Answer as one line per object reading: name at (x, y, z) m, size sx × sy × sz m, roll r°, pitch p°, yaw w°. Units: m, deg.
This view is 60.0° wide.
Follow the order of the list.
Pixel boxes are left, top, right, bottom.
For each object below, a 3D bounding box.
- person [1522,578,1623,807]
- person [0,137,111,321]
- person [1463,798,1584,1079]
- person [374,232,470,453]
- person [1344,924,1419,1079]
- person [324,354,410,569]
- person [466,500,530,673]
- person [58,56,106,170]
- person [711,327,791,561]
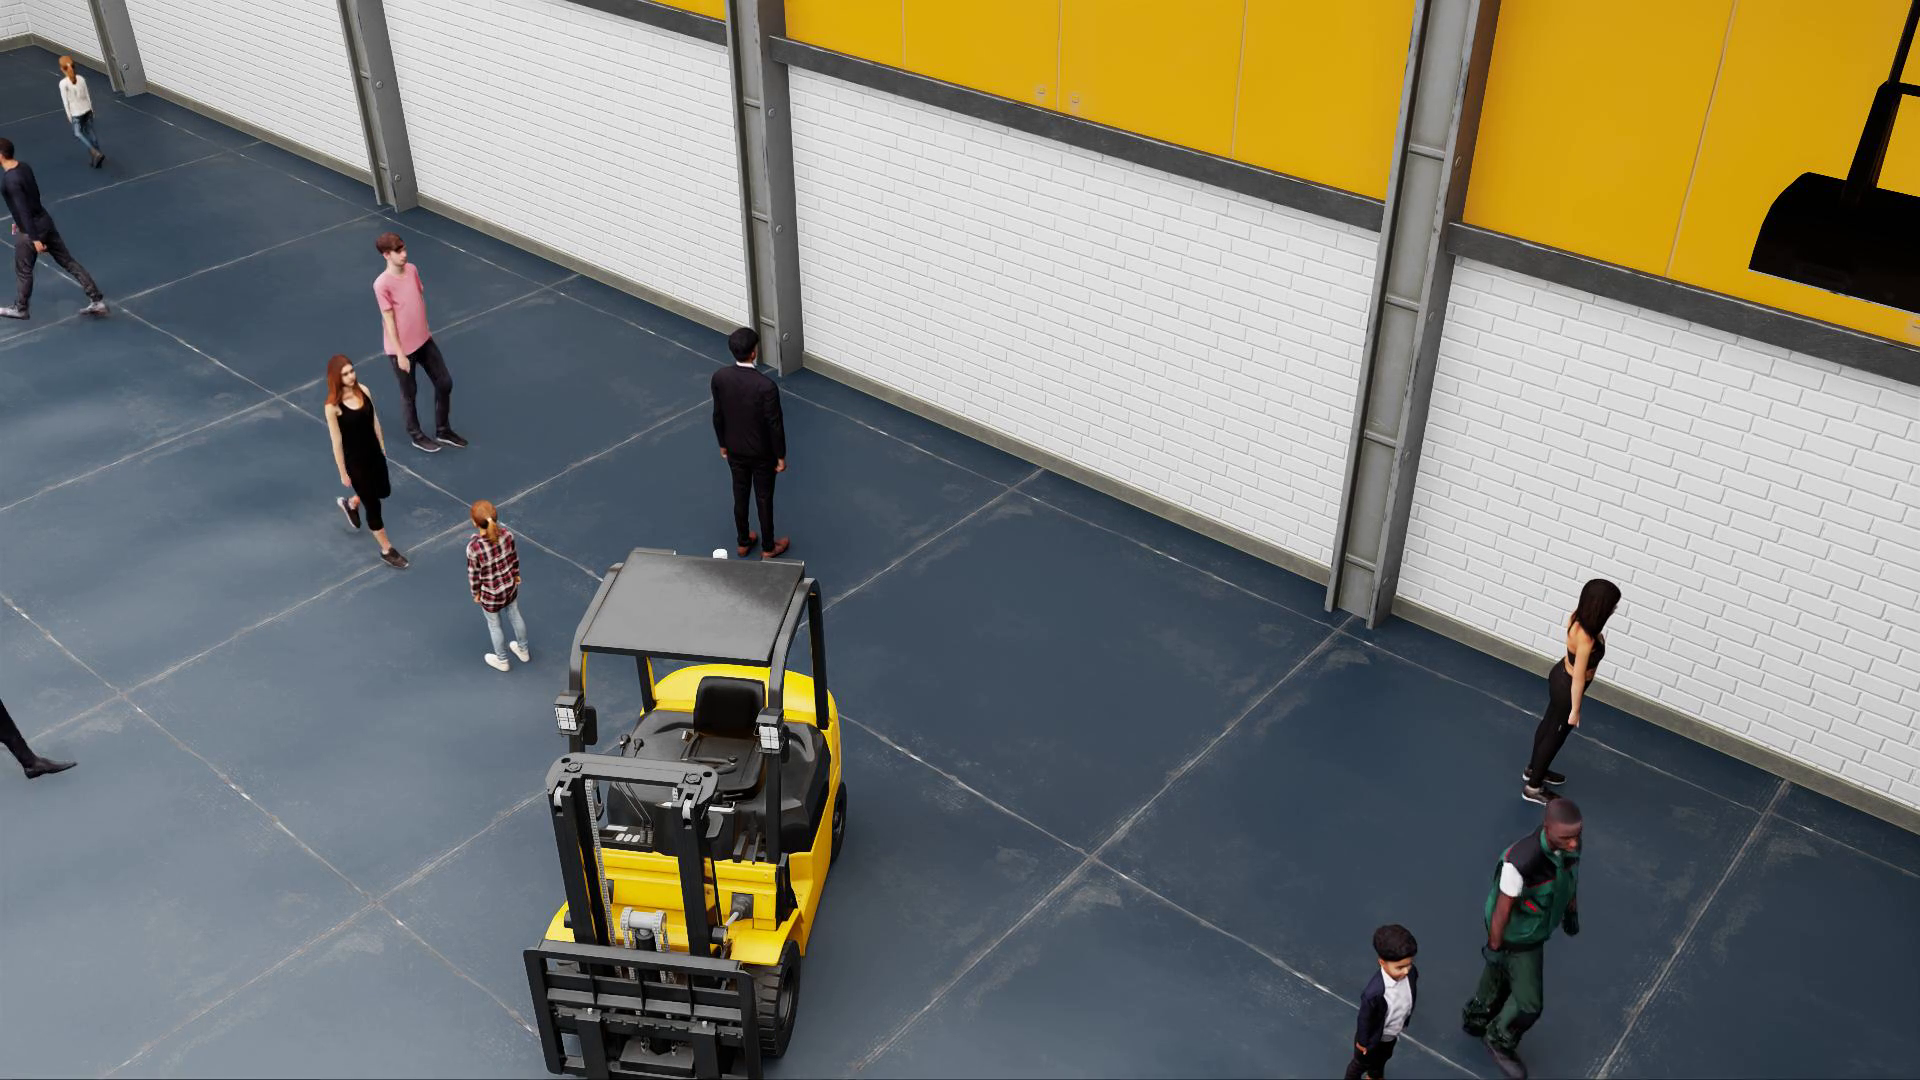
person at (3.686, 0.901, 10.110) m, size 0.629 × 1.641 × 0.608 m, roll 6°, pitch 34°, yaw 9°
person at (-8.582, -2.887, 15.659) m, size 1.261 × 1.805 × 1.180 m, roll -2°, pitch 34°, yaw -3°
person at (2.767, 1.917, 8.420) m, size 0.749 × 1.819 × 0.734 m, roll -28°, pitch 43°, yaw -35°
person at (-4.575, -1.617, 13.621) m, size 0.787 × 1.947 × 0.732 m, roll 16°, pitch 37°, yaw 22°
person at (2.095, 2.376, 8.268) m, size 0.551 × 1.223 × 0.555 m, roll -20°, pitch 38°, yaw -27°
person at (-4.482, -0.612, 12.327) m, size 1.031 × 1.705 × 0.661 m, roll 20°, pitch 38°, yaw 27°
person at (-3.146, 0.305, 11.310) m, size 0.511 × 1.304 × 0.537 m, roll 29°, pitch 43°, yaw 36°
person at (-10.079, -4.896, 19.128) m, size 0.634 × 1.311 × 0.477 m, roll 23°, pitch 40°, yaw 30°
person at (-1.558, -0.700, 12.301) m, size 0.624 × 1.881 × 0.826 m, roll 12°, pitch 35°, yaw 17°
